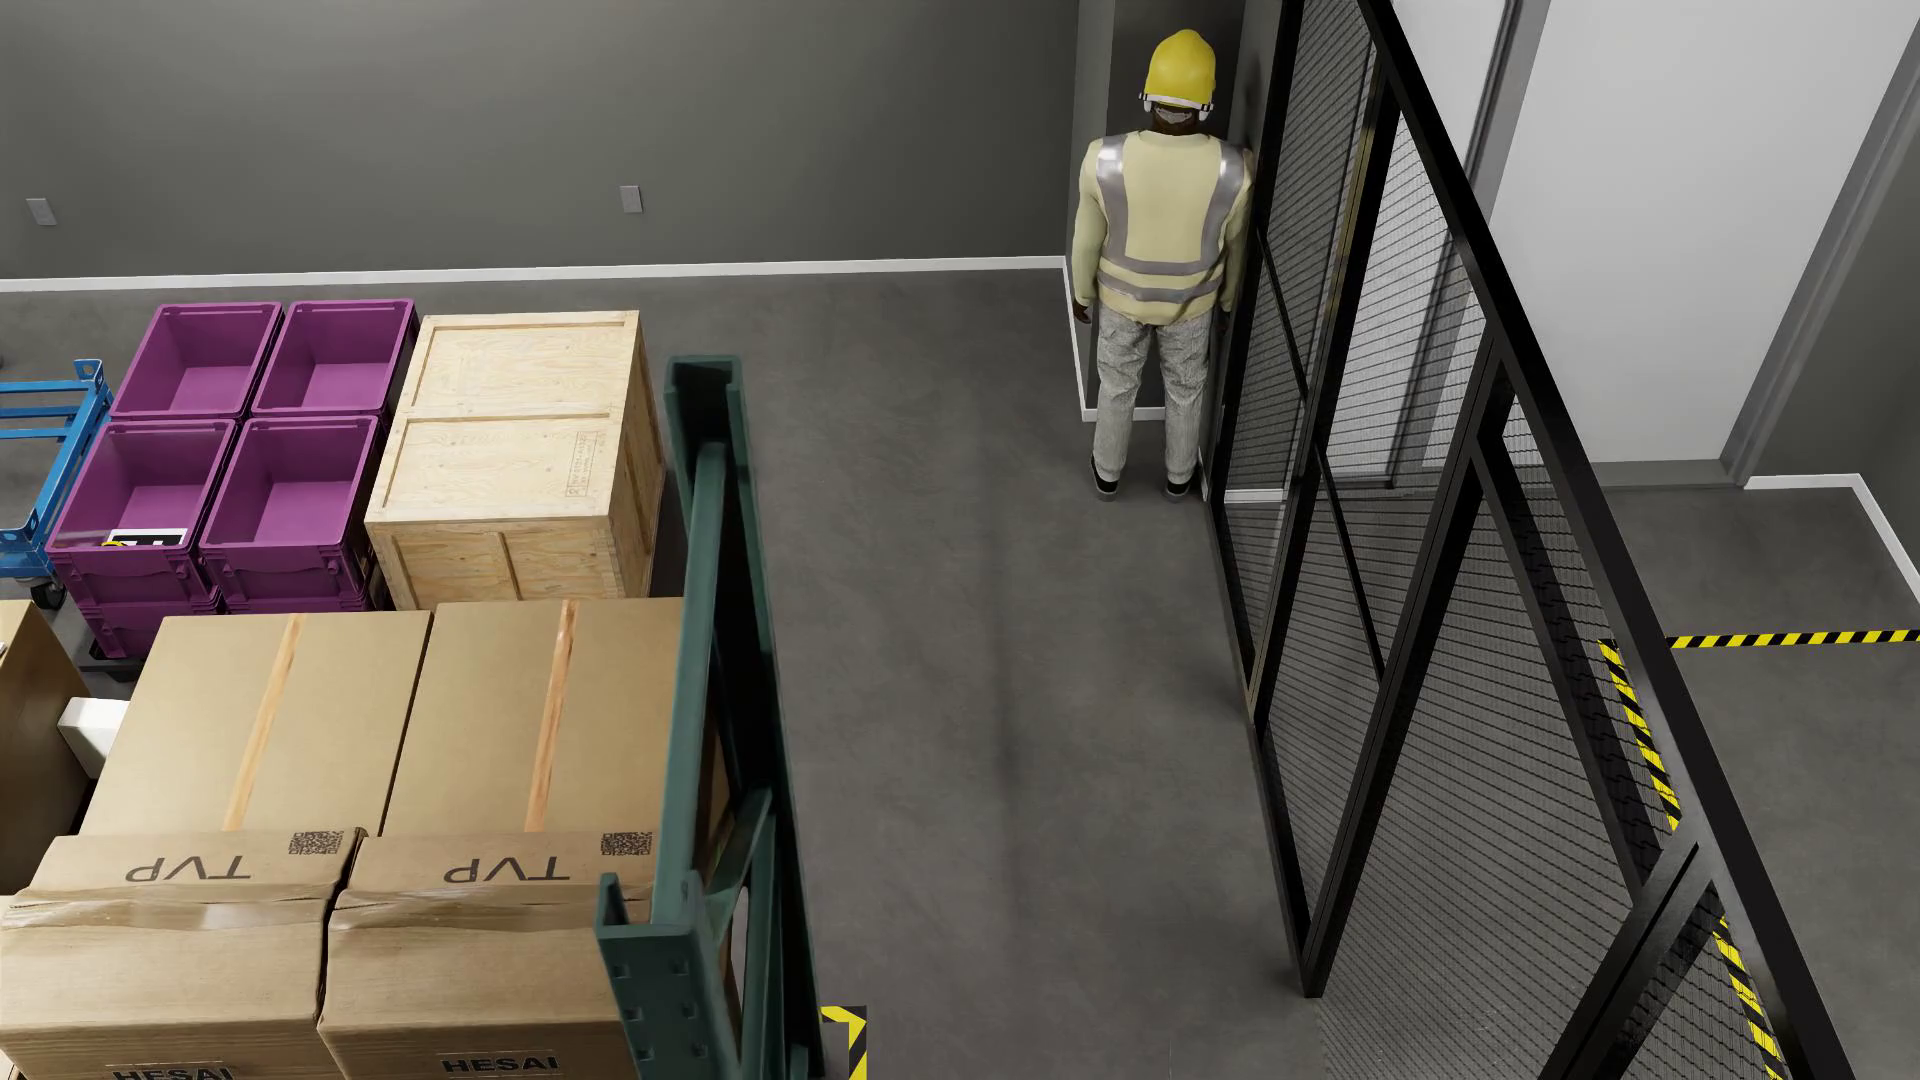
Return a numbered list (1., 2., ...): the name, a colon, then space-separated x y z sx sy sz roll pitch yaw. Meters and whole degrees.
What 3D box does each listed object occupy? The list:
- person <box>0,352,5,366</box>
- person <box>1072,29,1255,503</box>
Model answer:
1. person: -4.037 -1.280 5.979 0.375 1.939 0.628 -2 46 -2
2. person: 0.675 -0.870 5.659 0.599 1.830 0.403 4 46 4
